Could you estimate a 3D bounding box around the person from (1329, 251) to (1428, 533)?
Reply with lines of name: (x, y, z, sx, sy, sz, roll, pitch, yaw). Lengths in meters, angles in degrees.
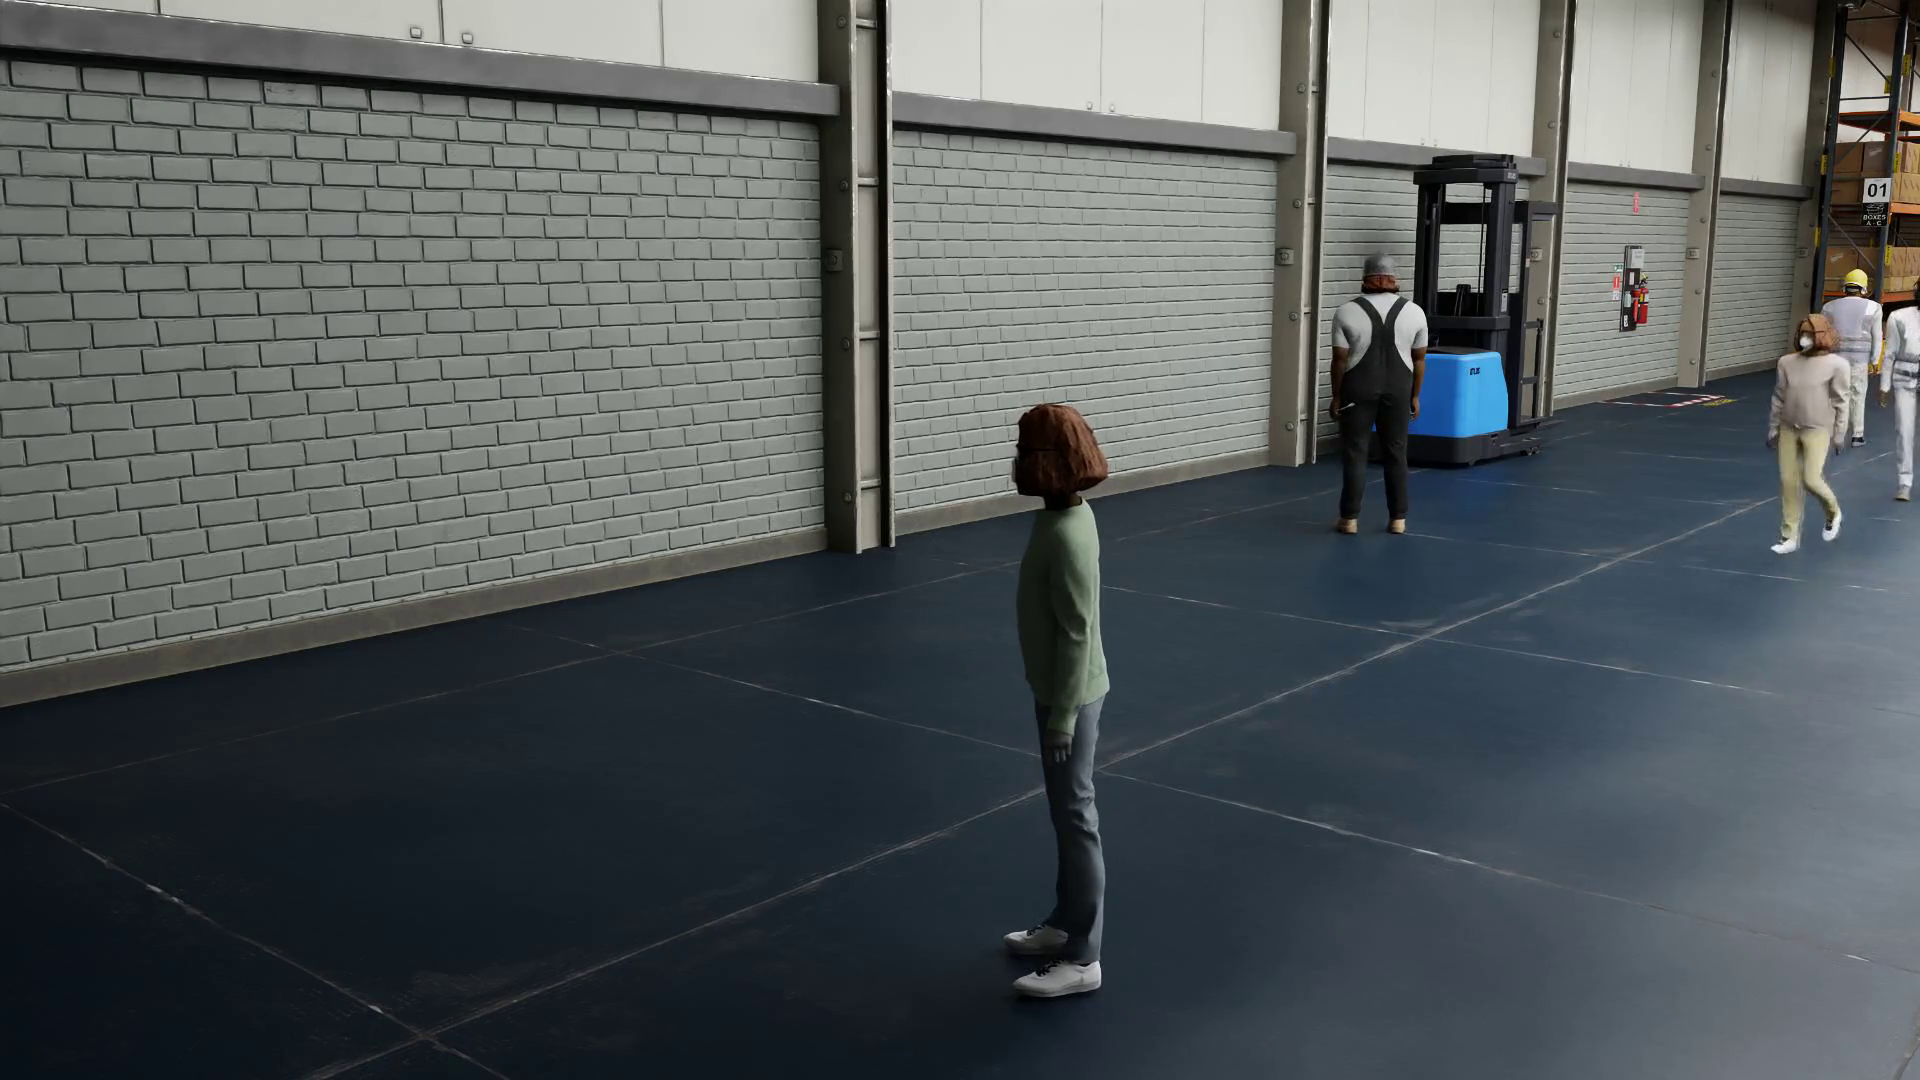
person: (3.009, -1.058, 12.104, 0.688, 2.000, 0.536, 0, 10, 1)

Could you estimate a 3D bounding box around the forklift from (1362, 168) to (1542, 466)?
forklift: (4.875, -2.212, 16.287, 1.129, 2.768, 1.873, 8, 13, 40)

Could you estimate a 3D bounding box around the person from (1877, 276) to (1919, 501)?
person: (7.826, -1.249, 13.572, 0.582, 1.870, 0.413, 7, 12, 33)

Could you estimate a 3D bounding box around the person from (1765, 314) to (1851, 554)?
person: (5.763, -0.722, 11.278, 0.477, 1.620, 0.504, -6, 12, -31)

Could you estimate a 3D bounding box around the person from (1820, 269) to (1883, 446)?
person: (9.296, -1.905, 17.399, 0.600, 1.830, 0.404, 6, 12, 31)

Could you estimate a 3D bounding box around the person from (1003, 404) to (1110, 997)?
person: (0.268, 0.440, 4.609, 0.286, 1.634, 0.500, 0, 10, 1)
